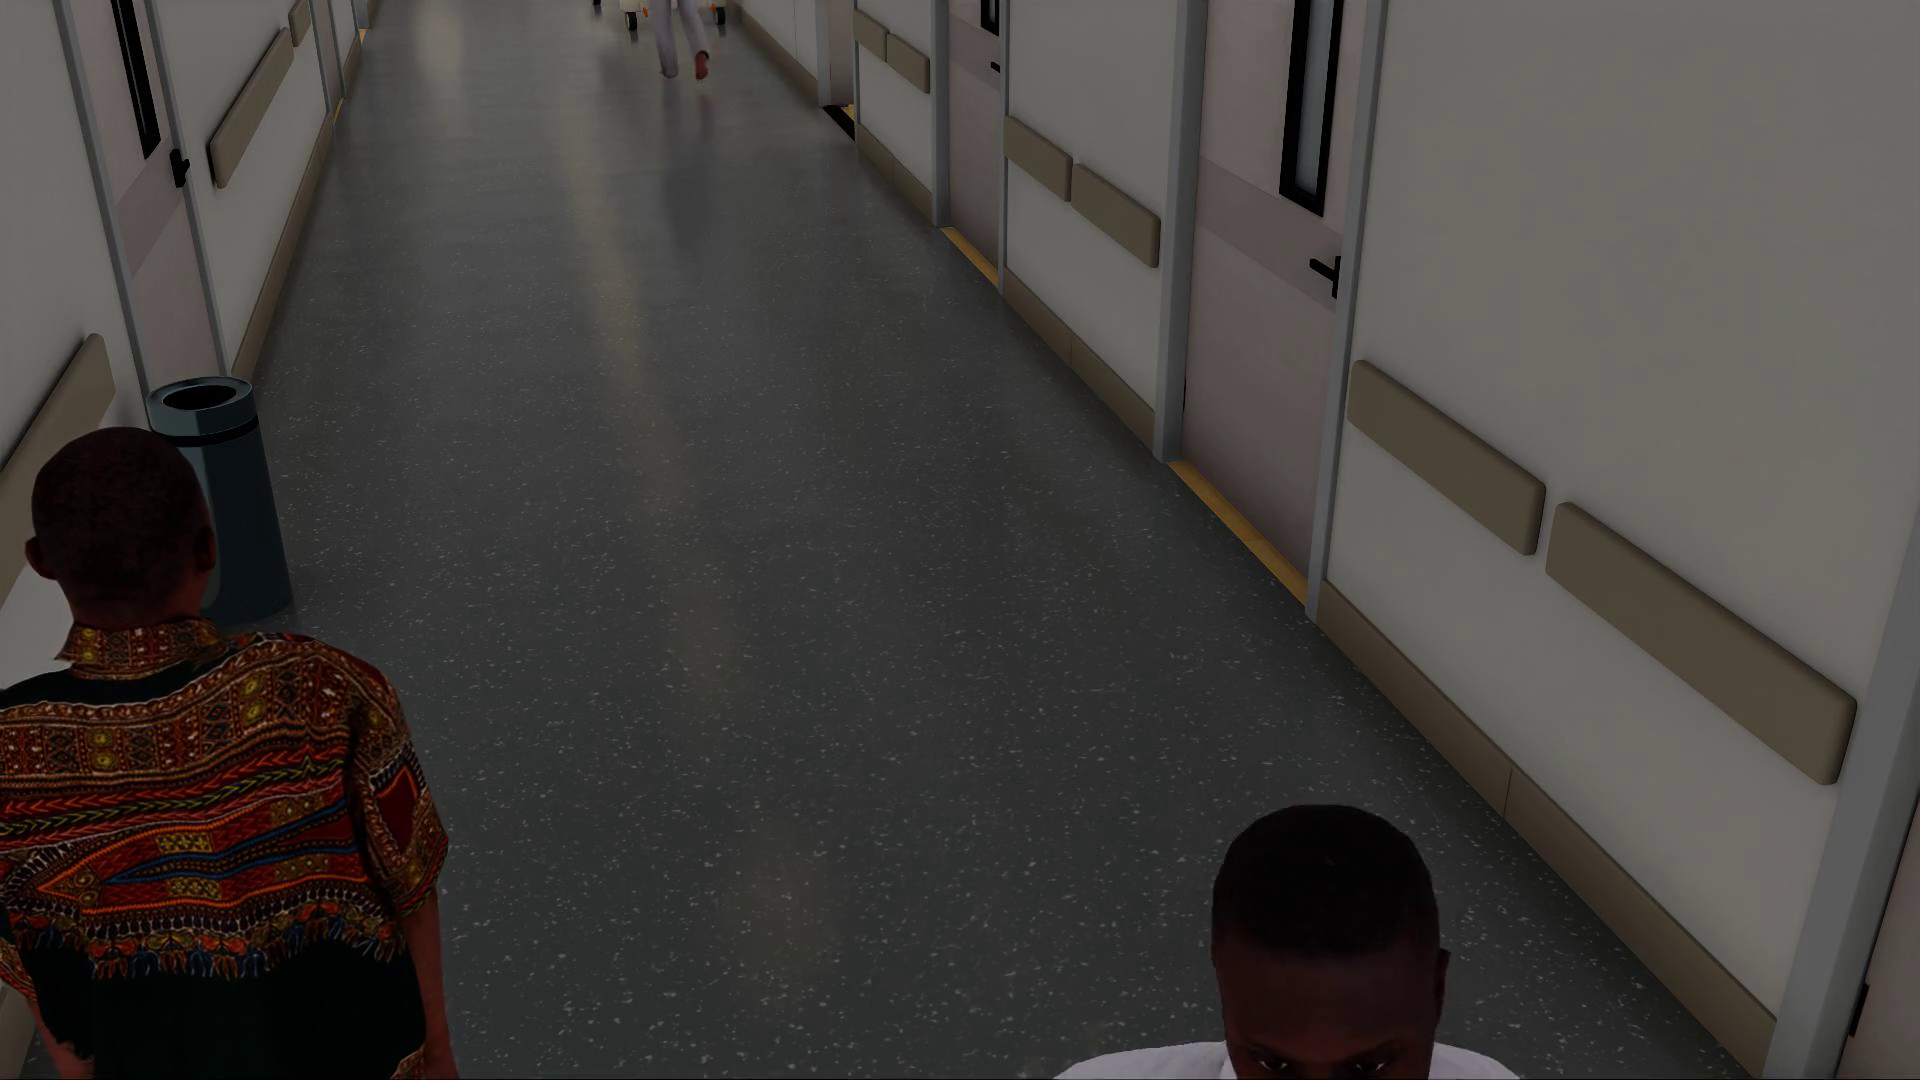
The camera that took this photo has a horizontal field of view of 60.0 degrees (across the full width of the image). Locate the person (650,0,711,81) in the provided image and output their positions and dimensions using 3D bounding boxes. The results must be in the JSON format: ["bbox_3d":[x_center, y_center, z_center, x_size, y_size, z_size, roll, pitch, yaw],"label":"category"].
[{"bbox_3d":[-2.223,-4.440,12.978,1.006,1.710,0.791,-11,28,-22],"label":"person"}]

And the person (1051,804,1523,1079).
[{"bbox_3d":[0.256,0.975,1.671,1.289,1.776,0.968,0,26,-1],"label":"person"}]

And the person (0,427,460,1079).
[{"bbox_3d":[-0.907,0.698,2.164,0.610,1.808,0.768,-9,27,-18],"label":"person"}]
